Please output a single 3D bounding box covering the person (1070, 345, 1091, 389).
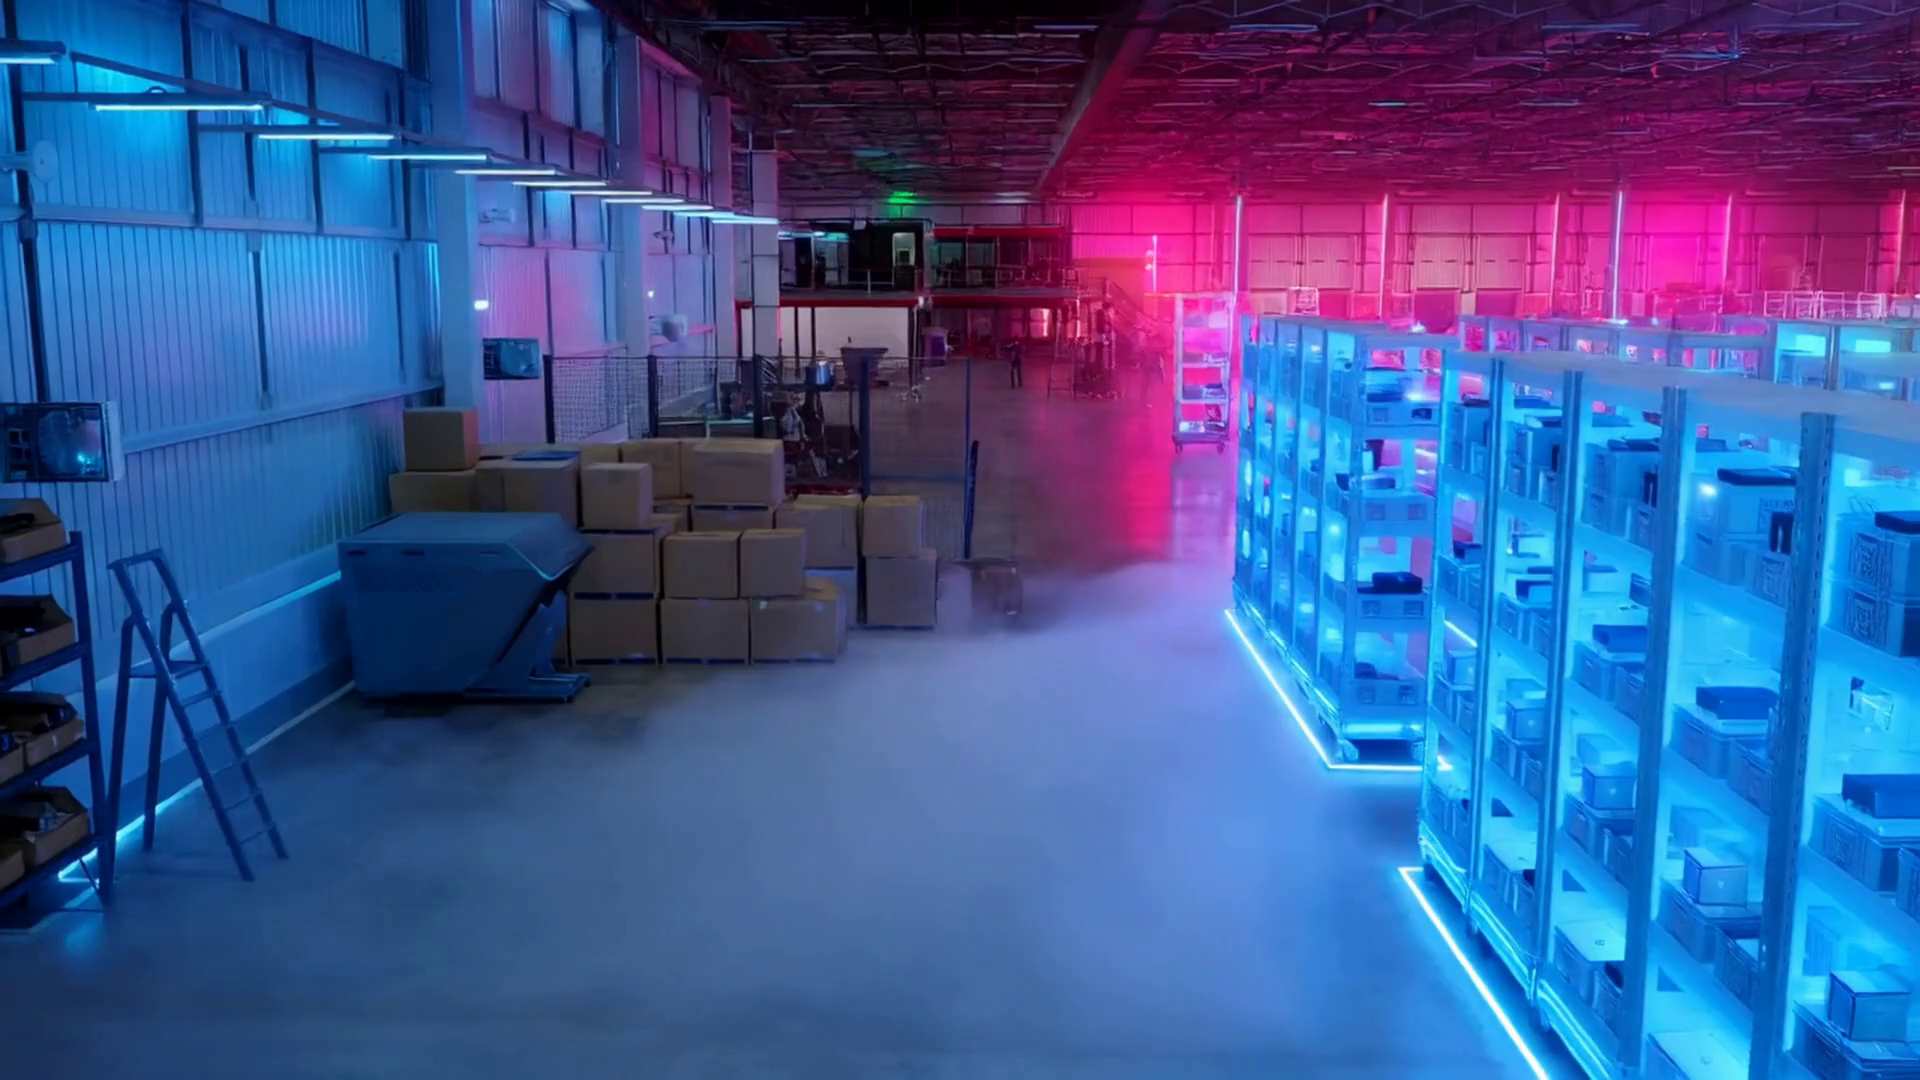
[{"bbox_3d":[4.259,-6.105,57.485,1.004,1.836,0.580,0,9,0],"label":"person"}]

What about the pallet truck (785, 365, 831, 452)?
[{"bbox_3d":[-3.774,-2.976,37.635,1.885,1.965,0.823,1,9,5],"label":"pallet truck"}]

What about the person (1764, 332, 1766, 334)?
[{"bbox_3d":[39.066,-9.810,80.276,0.429,1.844,0.625,1,9,8],"label":"person"}]

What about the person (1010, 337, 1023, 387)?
[{"bbox_3d":[1.983,-6.266,58.675,0.519,1.756,0.341,-5,10,-27],"label":"person"}]

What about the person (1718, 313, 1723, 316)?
[{"bbox_3d":[40.070,-11.039,87.799,0.555,1.857,0.588,-6,11,-34],"label":"person"}]

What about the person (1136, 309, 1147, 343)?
[{"bbox_3d":[9.901,-11.582,90.726,0.611,1.997,0.372,1,9,5],"label":"person"}]

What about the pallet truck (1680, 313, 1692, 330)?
[{"bbox_3d":[36.315,-10.531,84.244,0.823,1.965,1.885,-6,11,-33],"label":"pallet truck"}]

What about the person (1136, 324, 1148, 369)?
[{"bbox_3d":[7.599,-8.021,69.043,0.658,1.897,0.626,0,9,-3],"label":"person"}]

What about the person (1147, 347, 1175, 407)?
[{"bbox_3d":[6.066,-4.872,49.891,0.990,1.814,0.505,3,10,15],"label":"person"}]

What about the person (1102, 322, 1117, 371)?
[{"bbox_3d":[6.060,-7.930,68.061,0.688,2.000,0.538,-5,11,-29],"label":"person"}]

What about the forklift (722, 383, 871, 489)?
[{"bbox_3d":[-2.893,-1.687,28.729,2.680,1.987,1.157,0,9,-1],"label":"forklift"}]

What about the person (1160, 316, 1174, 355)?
[{"bbox_3d":[10.028,-9.894,80.546,0.635,1.925,0.487,-9,13,-43],"label":"person"}]

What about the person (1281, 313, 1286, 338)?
[{"bbox_3d":[18.126,-11.854,93.167,0.548,1.745,0.426,-9,13,-43],"label":"person"}]

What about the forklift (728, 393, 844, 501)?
[{"bbox_3d":[-2.979,-1.316,26.476,2.680,1.987,1.157,0,9,1],"label":"forklift"}]

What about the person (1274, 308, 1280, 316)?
[{"bbox_3d":[18.296,-12.425,96.169,0.397,1.923,0.548,3,10,20],"label":"person"}]

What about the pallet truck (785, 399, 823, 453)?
[{"bbox_3d":[-3.814,-2.432,36.419,1.630,1.274,0.653,0,9,1],"label":"pallet truck"}]

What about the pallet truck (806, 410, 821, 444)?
[{"bbox_3d":[-3.559,-2.018,33.905,1.522,1.261,0.704,0,9,-1],"label":"pallet truck"}]

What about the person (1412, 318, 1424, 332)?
[{"bbox_3d":[20.457,-8.892,74.203,0.690,1.998,0.921,-2,9,-13],"label":"person"}]

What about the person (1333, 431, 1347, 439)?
[{"bbox_3d":[5.137,-0.543,22.635,0.611,1.996,0.378,7,11,36],"label":"person"}]

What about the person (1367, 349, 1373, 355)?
[{"bbox_3d":[15.918,-7.332,64.780,0.796,1.916,0.548,7,11,35],"label":"person"}]

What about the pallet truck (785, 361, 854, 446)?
[{"bbox_3d":[-3.410,-3.193,38.978,1.885,1.965,0.823,0,9,-1],"label":"pallet truck"}]

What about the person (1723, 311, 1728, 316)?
[{"bbox_3d":[40.555,-11.133,88.139,0.662,1.934,1.017,-9,13,-42],"label":"person"}]

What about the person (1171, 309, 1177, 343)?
[{"bbox_3d":[12.179,-12.170,94.569,0.383,1.925,0.593,0,9,1],"label":"person"}]

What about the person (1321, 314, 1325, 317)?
[{"bbox_3d":[20.382,-11.899,93.596,0.538,1.687,0.393,-2,9,-9],"label":"person"}]

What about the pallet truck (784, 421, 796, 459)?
[{"bbox_3d":[-4.013,-1.793,32.705,1.601,1.201,0.680,0,9,1],"label":"pallet truck"}]
